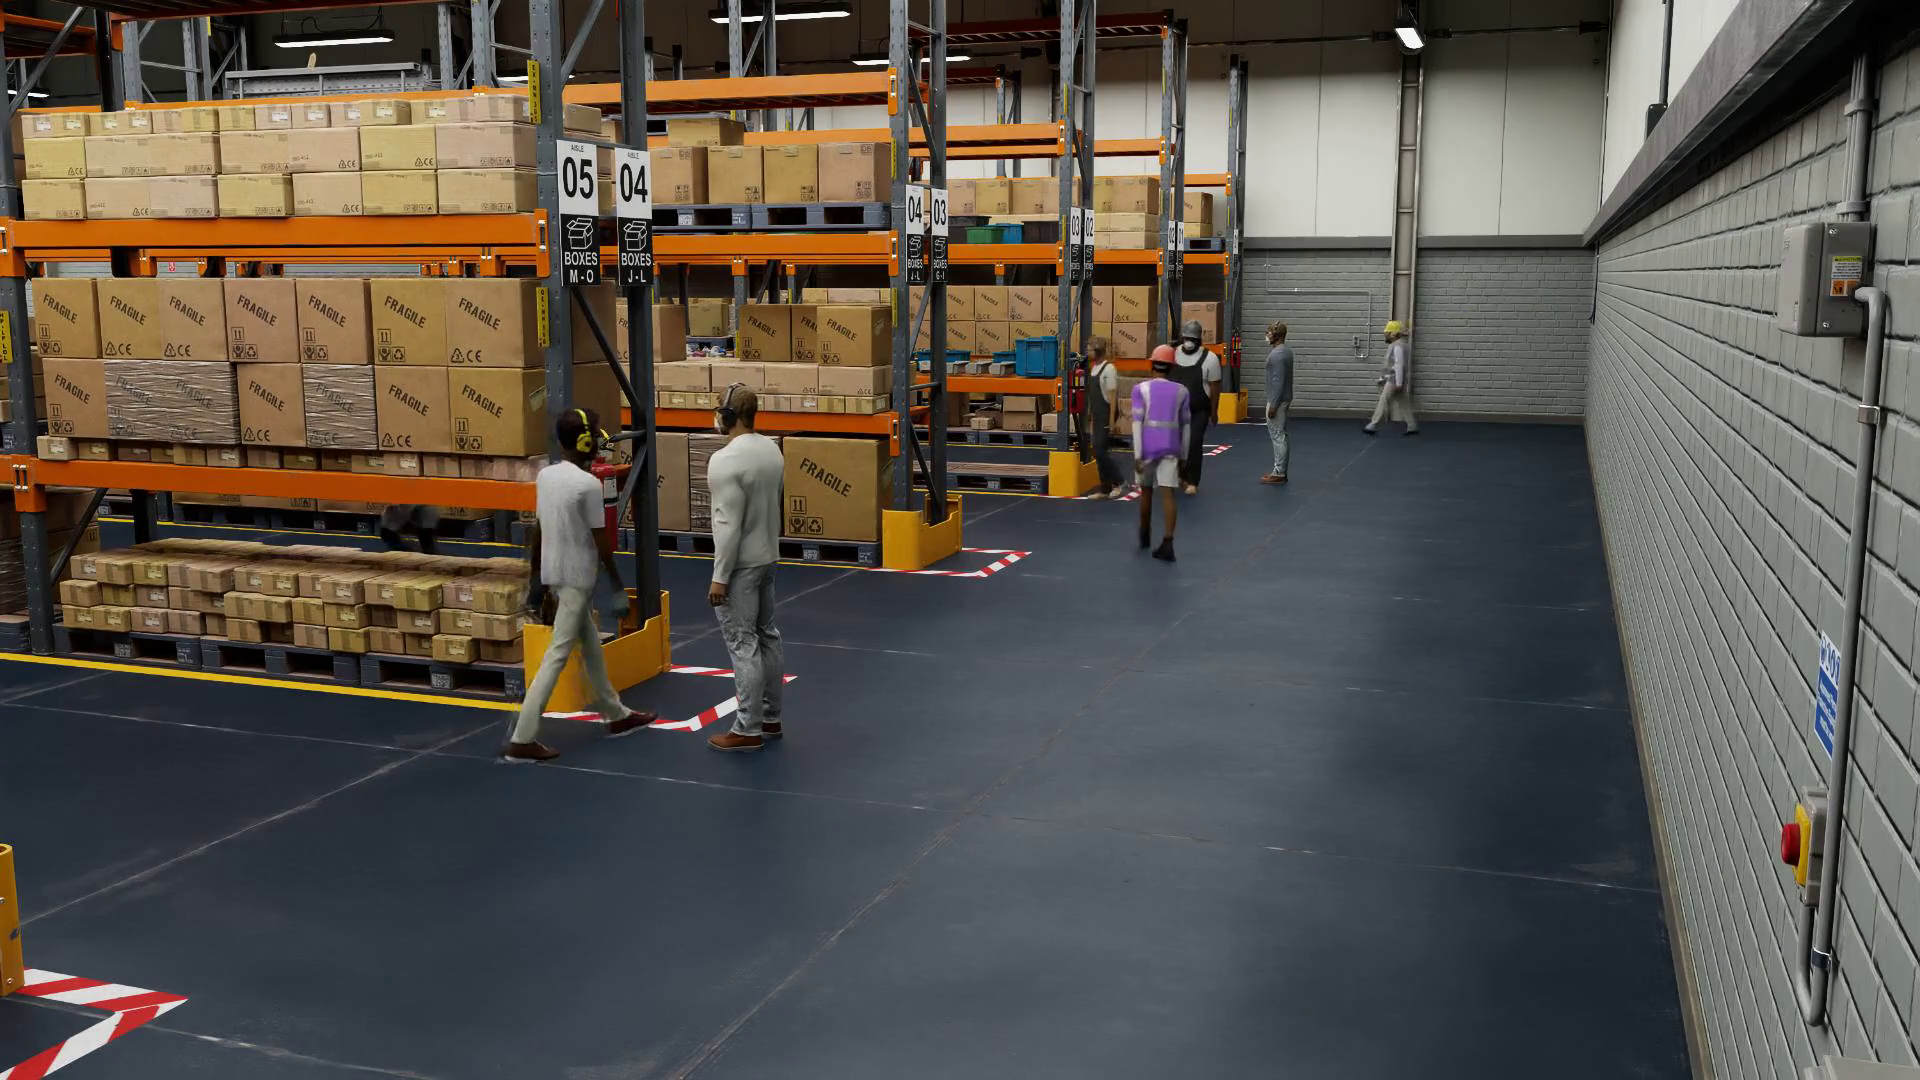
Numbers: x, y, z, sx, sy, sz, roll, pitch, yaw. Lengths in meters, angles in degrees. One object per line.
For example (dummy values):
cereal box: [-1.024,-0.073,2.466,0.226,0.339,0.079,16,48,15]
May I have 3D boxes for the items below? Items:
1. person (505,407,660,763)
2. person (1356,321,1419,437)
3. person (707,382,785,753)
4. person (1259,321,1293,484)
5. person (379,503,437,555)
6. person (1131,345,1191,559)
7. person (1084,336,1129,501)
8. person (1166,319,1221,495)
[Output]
person: [-1.995,0.221,8.661,0.990,1.814,0.552,-9,13,-44]
person: [6.589,-2.441,25.380,0.954,1.784,0.605,3,9,15]
person: [-1.132,0.144,8.735,0.355,1.938,0.636,3,10,19]
person: [3.782,-1.631,19.816,0.355,1.938,0.636,3,10,19]
person: [-4.166,-0.353,12.619,0.386,1.678,0.565,4,10,22]
person: [1.786,-0.798,14.847,0.552,1.859,1.065,0,9,-3]
person: [1.556,-1.330,18.291,0.400,1.823,0.527,-3,10,-17]
person: [2.646,-1.553,19.012,0.699,2.000,0.766,5,10,28]
